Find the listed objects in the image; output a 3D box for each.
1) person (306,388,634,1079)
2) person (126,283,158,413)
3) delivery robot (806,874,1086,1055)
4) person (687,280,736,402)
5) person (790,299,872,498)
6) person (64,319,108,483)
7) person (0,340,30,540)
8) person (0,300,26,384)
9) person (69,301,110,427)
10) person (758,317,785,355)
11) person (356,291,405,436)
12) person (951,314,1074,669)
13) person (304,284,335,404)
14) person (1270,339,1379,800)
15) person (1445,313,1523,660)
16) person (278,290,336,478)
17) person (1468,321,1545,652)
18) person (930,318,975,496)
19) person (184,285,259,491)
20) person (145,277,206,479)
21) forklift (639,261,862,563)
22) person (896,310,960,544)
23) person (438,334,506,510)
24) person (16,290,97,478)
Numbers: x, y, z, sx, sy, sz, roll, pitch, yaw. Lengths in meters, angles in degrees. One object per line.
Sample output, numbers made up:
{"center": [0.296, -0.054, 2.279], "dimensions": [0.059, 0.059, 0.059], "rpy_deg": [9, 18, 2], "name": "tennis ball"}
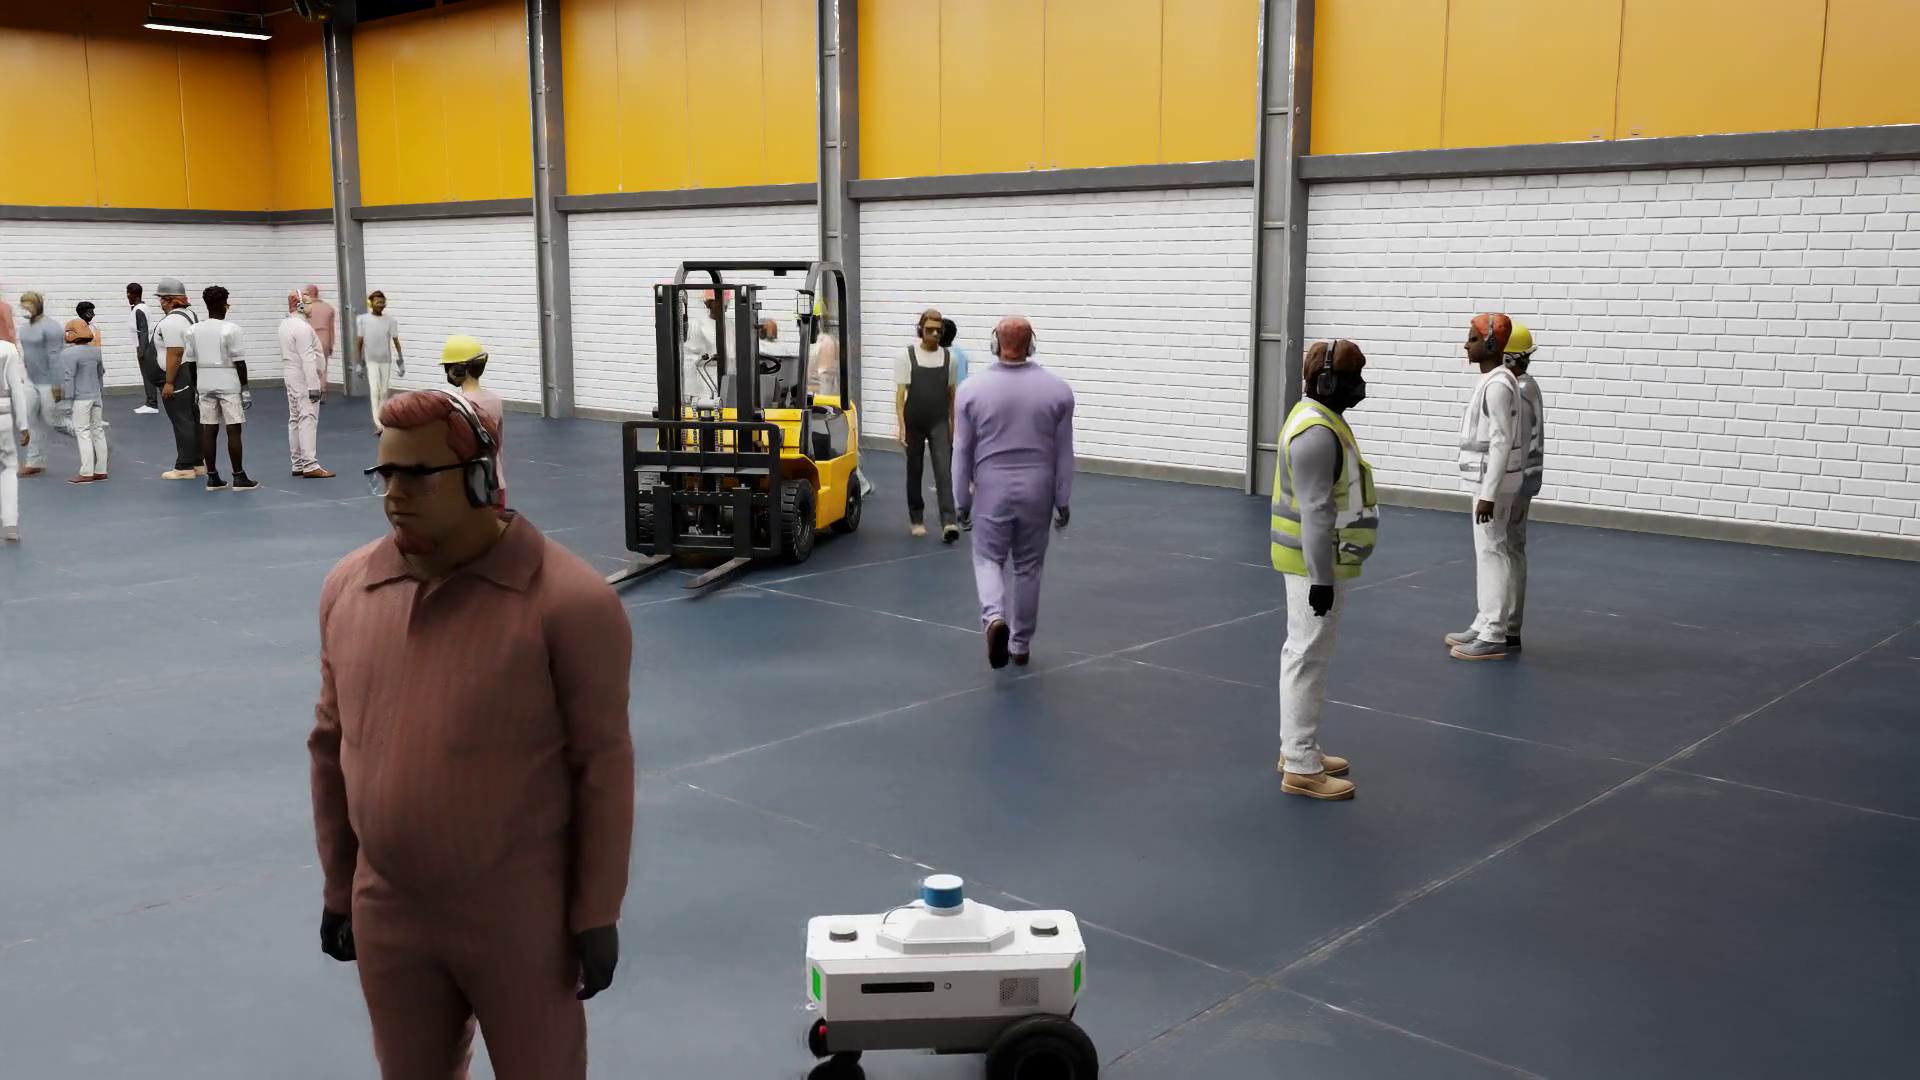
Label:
{"center": [-0.941, 0.667, 3.137], "dimensions": [0.651, 1.906, 0.403], "rpy_deg": [2, 10, 15], "name": "person"}
{"center": [-12.023, -2.821, 24.492], "dimensions": [0.396, 1.917, 0.590], "rpy_deg": [-4, 10, -25], "name": "person"}
{"center": [-0.043, 1.107, 4.282], "dimensions": [0.707, 0.478, 0.477], "rpy_deg": [-1, 9, -4], "name": "delivery robot"}
{"center": [-2.338, -1.482, 15.963], "dimensions": [0.501, 2.028, 0.606], "rpy_deg": [9, 13, 44], "name": "person"}
{"center": [-1.240, -1.230, 14.850], "dimensions": [0.974, 1.885, 0.582], "rpy_deg": [-6, 11, -34], "name": "person"}
{"center": [-8.696, -1.377, 16.524], "dimensions": [0.290, 1.627, 0.503], "rpy_deg": [1, 9, 9], "name": "person"}
{"center": [-7.459, -0.875, 12.675], "dimensions": [0.616, 1.872, 0.547], "rpy_deg": [-6, 11, -31], "name": "person"}
{"center": [-14.832, -3.057, 25.776], "dimensions": [0.650, 1.968, 0.645], "rpy_deg": [5, 10, 27], "name": "person"}
{"center": [-11.621, -2.332, 22.169], "dimensions": [0.319, 1.694, 0.532], "rpy_deg": [2, 9, 11], "name": "person"}
{"center": [-1.943, -1.496, 17.250], "dimensions": [0.580, 1.622, 0.530], "rpy_deg": [5, 10, 26], "name": "person"}
{"center": [-7.357, -2.239, 21.170], "dimensions": [0.557, 1.830, 0.796], "rpy_deg": [-6, 11, -33], "name": "person"}
{"center": [0.284, -0.236, 8.731], "dimensions": [0.650, 1.888, 0.664], "rpy_deg": [-1, 9, -4], "name": "person"}
{"center": [-10.078, -3.052, 25.982], "dimensions": [0.648, 1.887, 0.440], "rpy_deg": [-8, 12, -40], "name": "person"}
{"center": [1.476, 0.108, 6.759], "dimensions": [0.429, 1.842, 0.629], "rpy_deg": [2, 9, 11], "name": "person"}
{"center": [2.869, -0.285, 9.046], "dimensions": [0.358, 1.882, 0.574], "rpy_deg": [2, 10, 15], "name": "person"}
{"center": [-6.656, -1.581, 16.918], "dimensions": [0.410, 1.909, 0.642], "rpy_deg": [-8, 12, -40], "name": "person"}
{"center": [3.029, -0.295, 9.254], "dimensions": [0.404, 1.835, 0.587], "rpy_deg": [3, 10, 20], "name": "person"}
{"center": [-0.067, -1.220, 15.450], "dimensions": [0.490, 1.697, 0.559], "rpy_deg": [4, 10, 25], "name": "person"}
{"center": [-7.062, -1.445, 15.898], "dimensions": [0.602, 1.967, 0.367], "rpy_deg": [2, 9, 10], "name": "person"}
{"center": [-7.966, -1.639, 16.863], "dimensions": [0.535, 2.000, 0.674], "rpy_deg": [-1, 9, -5], "name": "person"}
{"center": [-1.552, -1.040, 12.721], "dimensions": [1.214, 2.155, 2.313], "rpy_deg": [2, 9, 11], "name": "forklift"}
{"center": [-0.240, -0.867, 12.862], "dimensions": [0.517, 1.792, 0.974], "rpy_deg": [-2, 9, -11], "name": "person"}
{"center": [-2.695, -0.251, 9.196], "dimensions": [0.330, 1.765, 0.533], "rpy_deg": [2, 9, 12], "name": "person"}
{"center": [-9.311, -1.606, 17.063], "dimensions": [0.648, 1.910, 0.805], "rpy_deg": [5, 11, 29], "name": "person"}
